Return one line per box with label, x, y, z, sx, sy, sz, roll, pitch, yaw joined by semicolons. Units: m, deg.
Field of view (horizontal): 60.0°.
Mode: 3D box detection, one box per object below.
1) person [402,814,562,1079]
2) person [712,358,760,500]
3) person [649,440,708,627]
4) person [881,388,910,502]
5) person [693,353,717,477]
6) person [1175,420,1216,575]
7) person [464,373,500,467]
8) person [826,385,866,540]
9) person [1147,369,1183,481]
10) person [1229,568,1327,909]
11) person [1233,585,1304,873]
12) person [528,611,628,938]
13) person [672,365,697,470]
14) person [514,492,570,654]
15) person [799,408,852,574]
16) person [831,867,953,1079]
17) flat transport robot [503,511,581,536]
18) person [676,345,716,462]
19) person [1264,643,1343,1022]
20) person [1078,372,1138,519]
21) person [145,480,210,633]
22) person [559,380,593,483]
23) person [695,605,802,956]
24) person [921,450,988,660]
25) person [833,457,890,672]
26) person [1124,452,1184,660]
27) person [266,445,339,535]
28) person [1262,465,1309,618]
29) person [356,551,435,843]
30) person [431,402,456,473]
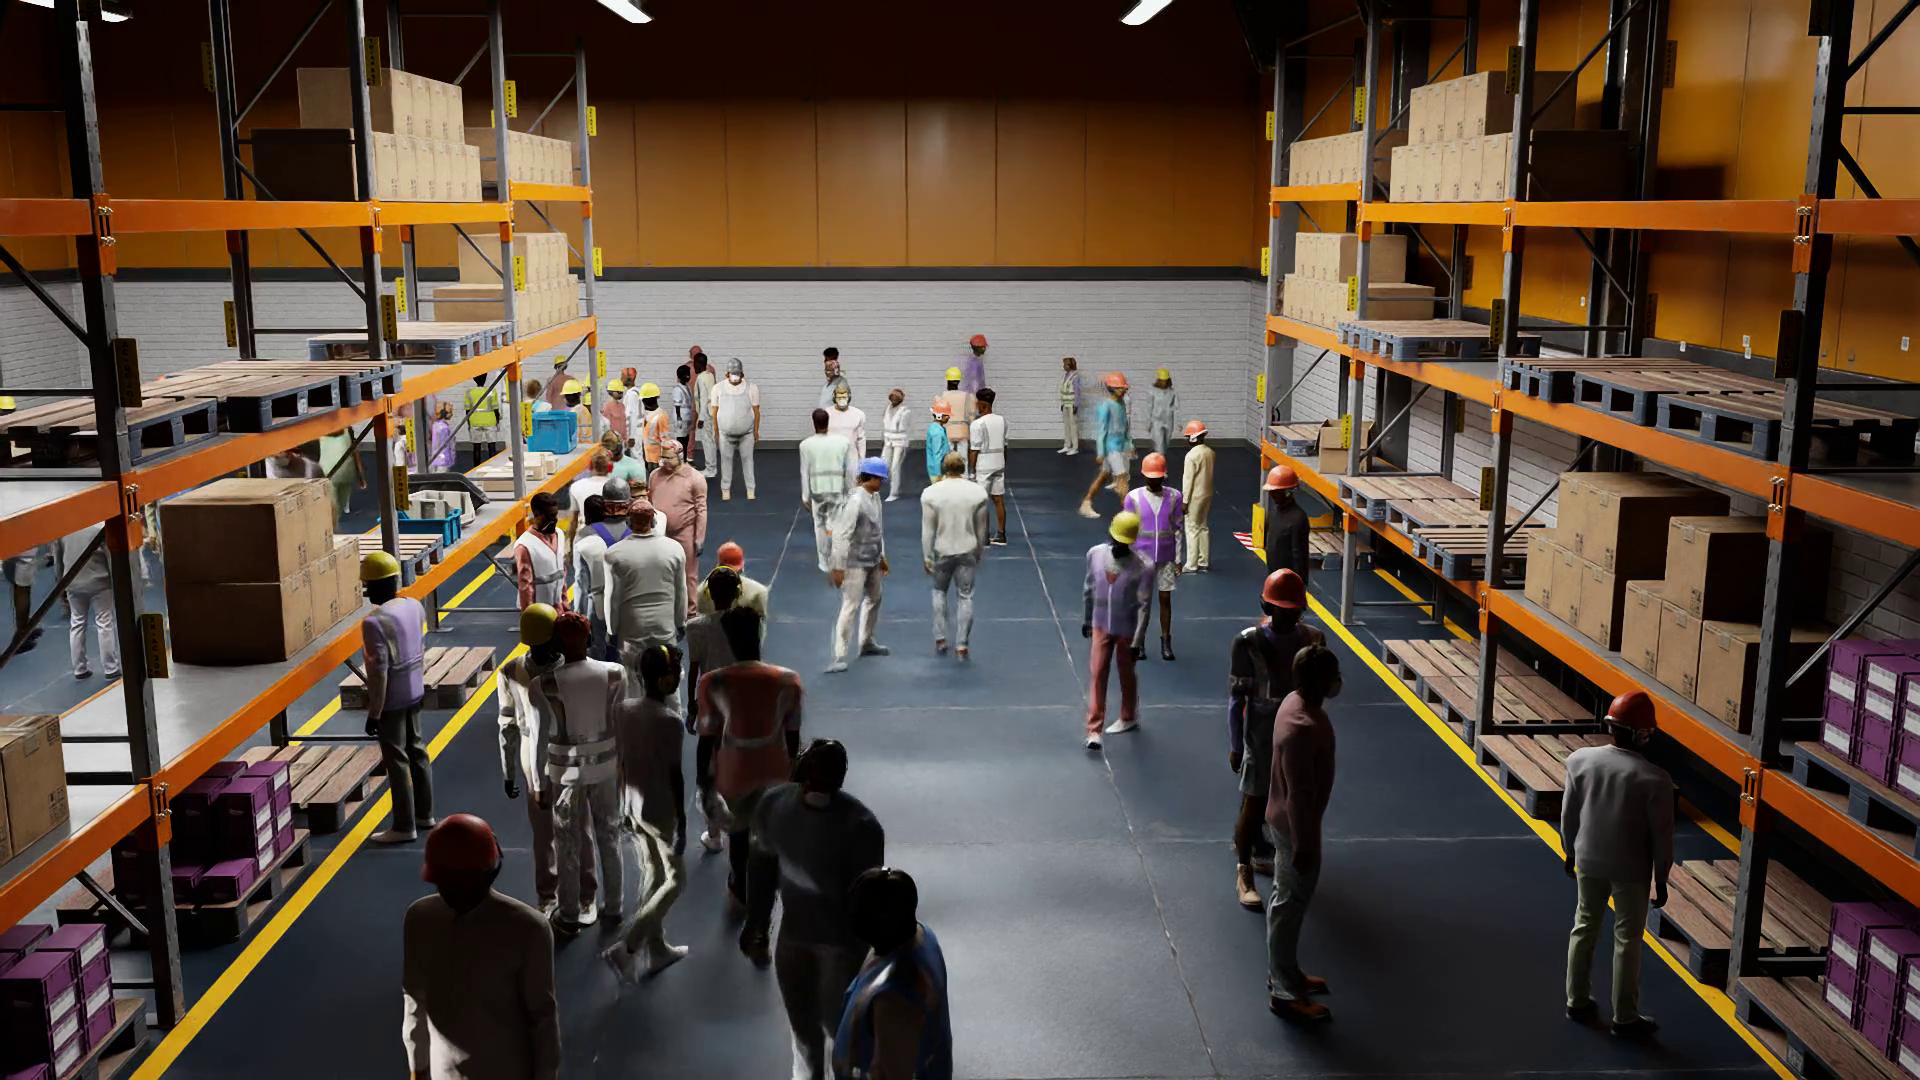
person;-1.755;1.935;6.075;0.621;1.985;0.408;3;12;15
person;-3.166;-1.576;23.533;0.680;2.000;0.535;-1;11;-6
person;-2.769;-0.031;16.141;0.639;1.902;0.407;4;12;19
person;-0.916;-1.339;23.427;0.545;1.616;0.405;8;14;36
person;-3.903;-1.922;25.583;0.370;1.915;0.597;1;11;3
person;2.663;-0.484;18.821;0.355;1.737;0.578;8;14;36
person;-7.256;-1.757;25.311;0.533;1.697;0.318;-1;11;-5
person;-1.472;-0.973;20.769;0.633;1.938;0.356;-3;12;-17
person;3.108;-1.763;25.330;0.504;1.691;0.906;-2;11;-10
person;1.881;1.164;9.789;0.616;2.041;0.382;-3;12;-17
person;1.921;1.102;10.399;0.469;1.925;0.663;6;13;29
person;-2.141;1.322;9.416;0.575;1.880;0.358;-6;13;-27
person;-4.323;-1.893;26.010;0.317;1.691;0.535;2;11;11
person;-3.310;0.553;13.205;0.396;1.908;0.600;3;12;16
person;-1.497;-0.536;18.702;0.605;1.890;0.741;-2;11;-11
person;-0.241;2.039;5.944;0.430;1.835;0.621;0;11;2
flat transport robot;-5.158;-0.226;21.219;1.431;0.197;0.652;-1;11;-7
person;-4.278;-2.214;27.073;0.654;1.906;0.407;-2;11;-9
person;1.754;1.468;8.526;0.378;1.940;0.629;3;12;13
person;2.020;-1.215;21.884;1.088;1.993;0.613;5;12;24
person;-7.598;-0.120;16.230;0.608;2.044;0.372;-6;13;-29
person;-4.948;-1.115;21.530;0.403;1.920;0.596;1;11;3
person;-1.200;1.311;9.396;0.619;1.896;0.991;-3;12;-13
person;-0.056;0.123;15.333;0.622;1.913;0.672;-1;11;-5
person;-0.890;0.207;14.970;0.455;1.905;0.825;4;12;17
person;1.764;0.151;15.173;0.549;1.925;0.384;-1;11;-3
person;-6.624;-0.187;16.568;0.740;2.000;1.043;-9;14;-37
person;2.734;0.343;14.088;0.434;1.981;0.629;-2;11;-11
person;-3.698;1.016;10.829;0.386;1.922;0.594;3;12;13
person;-6.679;-0.977;21.566;0.319;1.631;0.524;-6;13;-27
